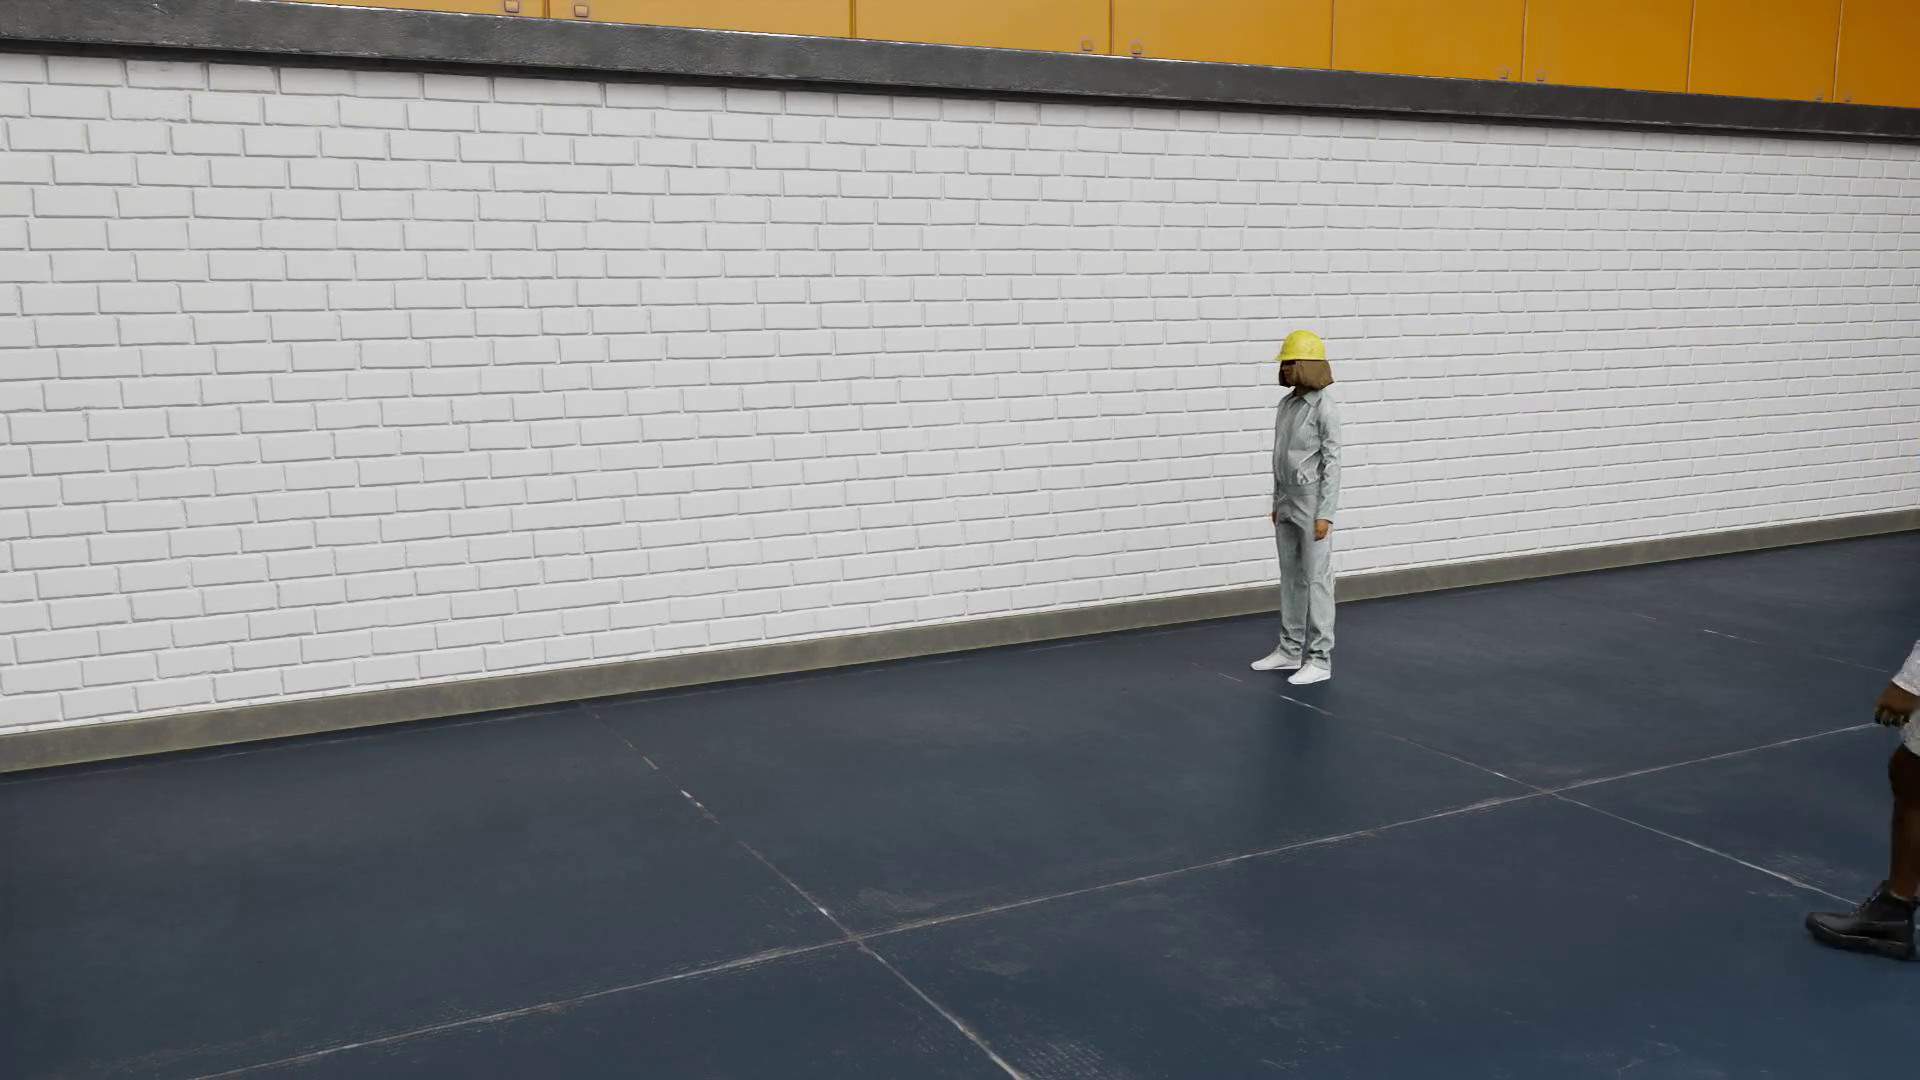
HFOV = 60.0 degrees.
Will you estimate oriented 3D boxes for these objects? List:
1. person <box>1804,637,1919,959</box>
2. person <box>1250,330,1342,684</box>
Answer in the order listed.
[{"bbox_3d":[2.829,0.362,4.773,0.810,1.902,0.546,6,12,31],"label":"person"},{"bbox_3d":[1.680,-0.161,8.223,0.312,1.744,0.487,-4,11,-21],"label":"person"}]
